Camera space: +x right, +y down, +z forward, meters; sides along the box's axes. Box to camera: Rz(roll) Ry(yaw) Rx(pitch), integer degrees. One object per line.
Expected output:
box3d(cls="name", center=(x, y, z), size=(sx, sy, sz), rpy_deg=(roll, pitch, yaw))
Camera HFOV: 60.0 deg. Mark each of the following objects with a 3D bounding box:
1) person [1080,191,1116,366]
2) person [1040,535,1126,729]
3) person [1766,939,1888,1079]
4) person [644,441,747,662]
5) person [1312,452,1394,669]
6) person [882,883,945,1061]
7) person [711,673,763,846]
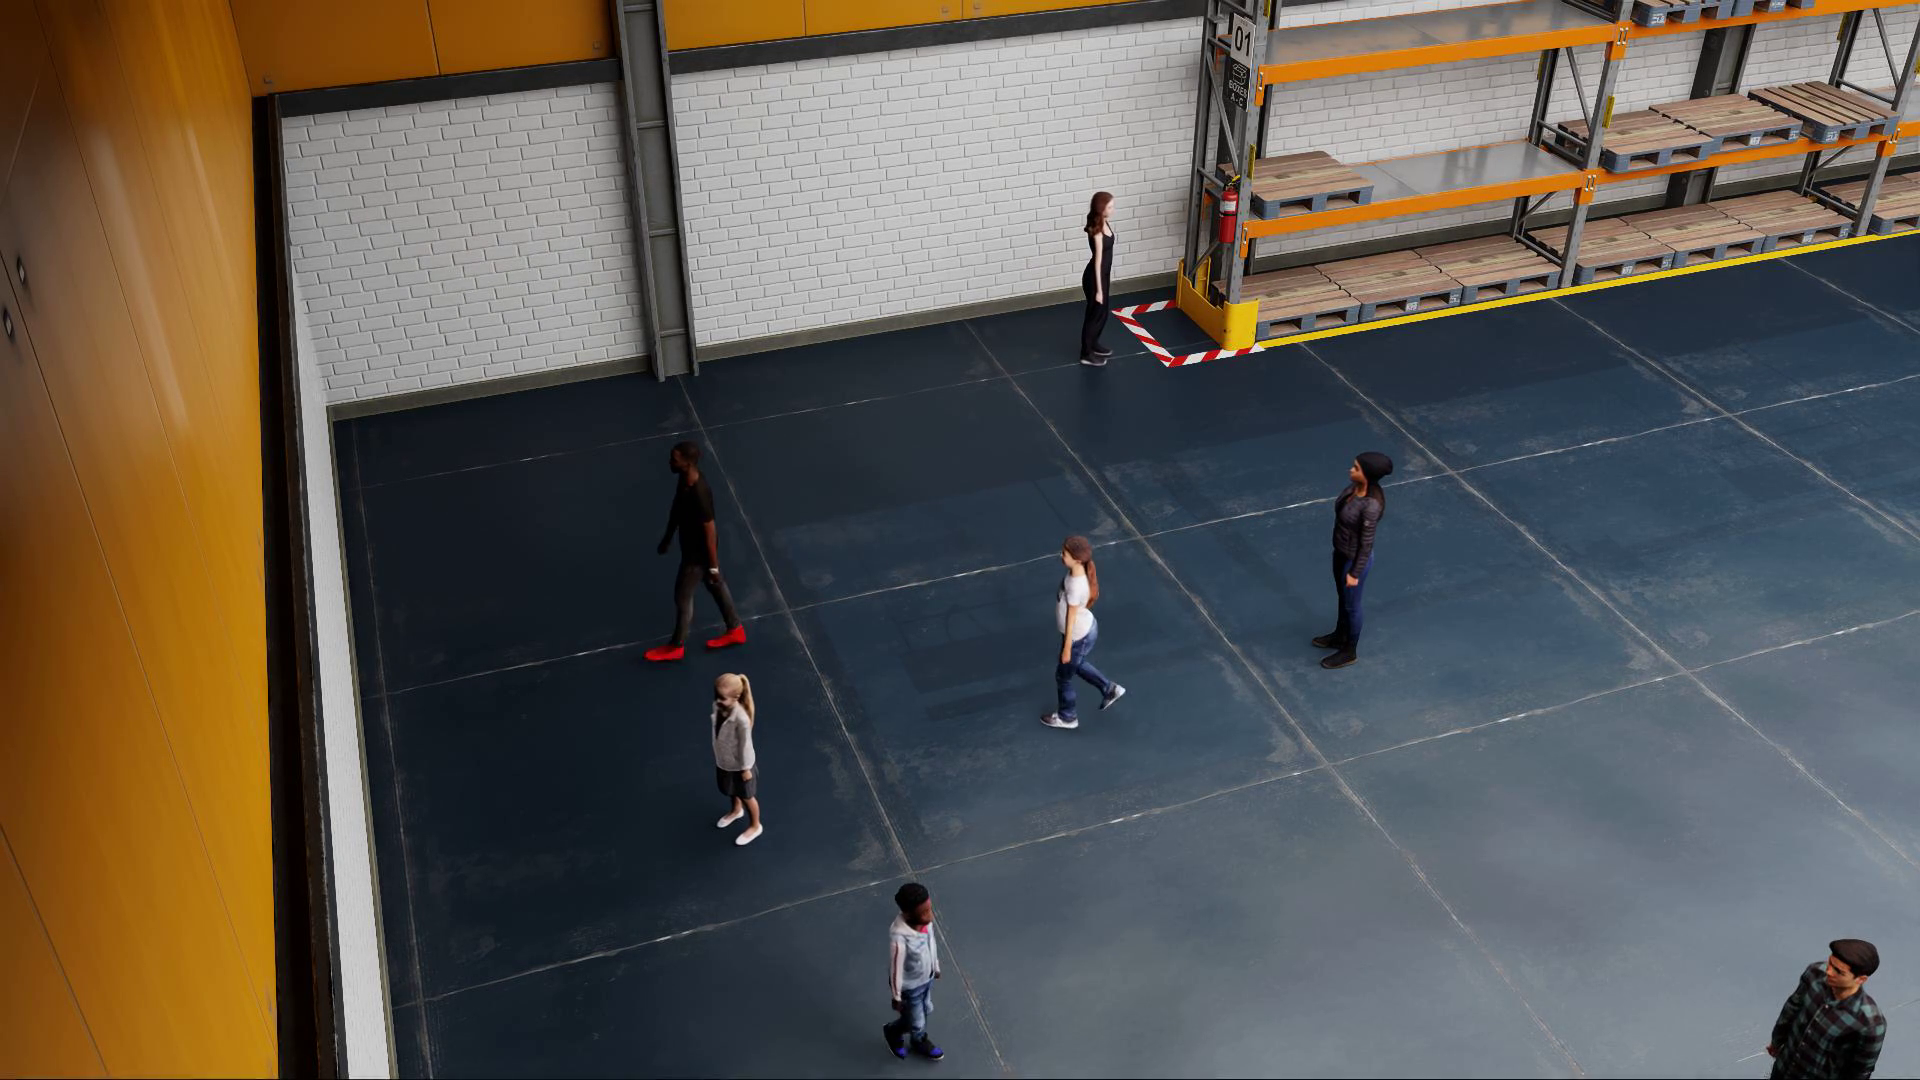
box3d(cls="person", center=(1.293, -2.499, 15.839), size=(0.696, 1.742, 0.674), rpy_deg=(7, 34, 11))
box3d(cls="person", center=(0.856, 0.636, 11.294), size=(0.891, 1.551, 0.753), rpy_deg=(4, 34, 7))
box3d(cls="person", center=(4.280, 2.627, 8.309), size=(0.508, 1.714, 0.679), rpy_deg=(-10, 35, -15))
box3d(cls="person", center=(-1.783, 0.060, 11.956), size=(1.003, 1.777, 0.693), rpy_deg=(-8, 34, -12))
box3d(cls="person", center=(2.814, 0.128, 11.882), size=(0.658, 1.746, 0.676), rpy_deg=(-2, 34, -3))
box3d(cls="person", center=(-0.295, 2.329, 9.015), size=(0.689, 1.256, 0.631), rpy_deg=(20, 39, 28))
box3d(cls="person", center=(-1.415, 1.351, 10.471), size=(0.609, 1.272, 0.582), rpy_deg=(-26, 42, -33))
